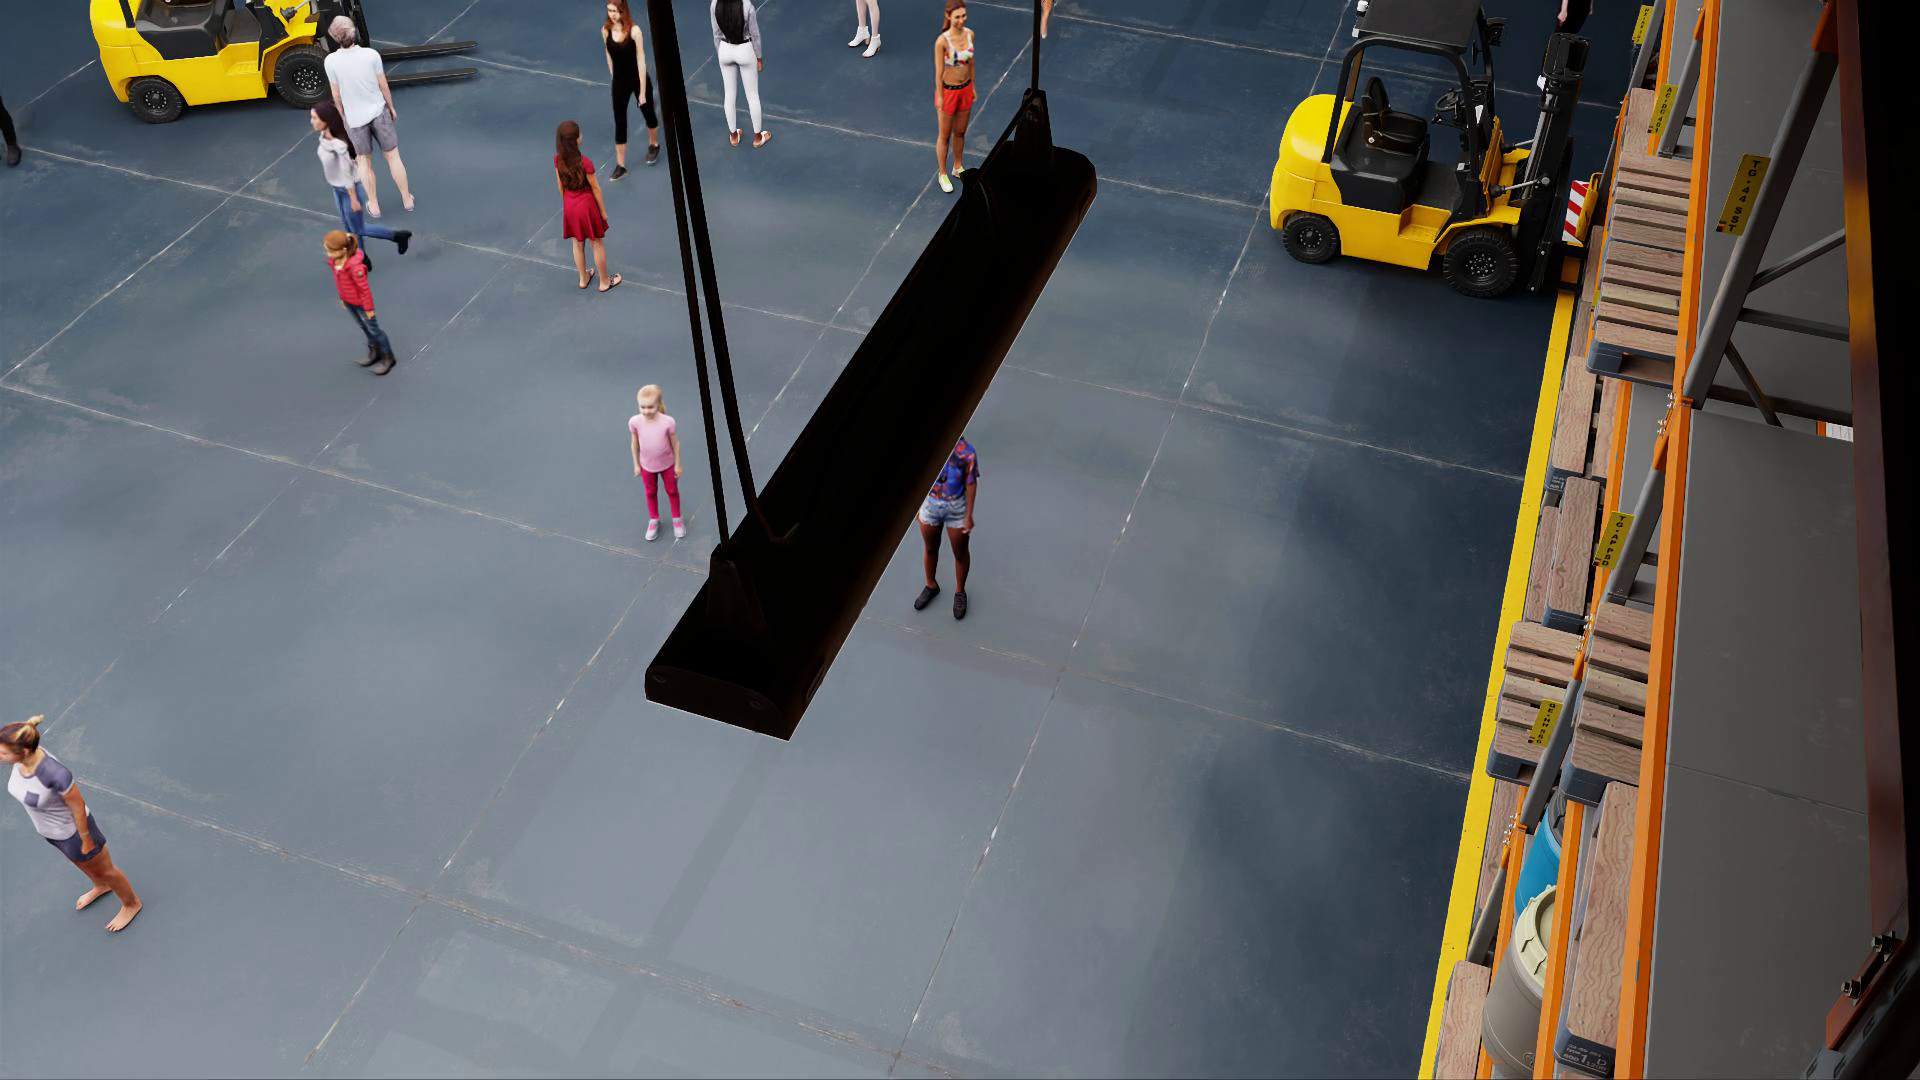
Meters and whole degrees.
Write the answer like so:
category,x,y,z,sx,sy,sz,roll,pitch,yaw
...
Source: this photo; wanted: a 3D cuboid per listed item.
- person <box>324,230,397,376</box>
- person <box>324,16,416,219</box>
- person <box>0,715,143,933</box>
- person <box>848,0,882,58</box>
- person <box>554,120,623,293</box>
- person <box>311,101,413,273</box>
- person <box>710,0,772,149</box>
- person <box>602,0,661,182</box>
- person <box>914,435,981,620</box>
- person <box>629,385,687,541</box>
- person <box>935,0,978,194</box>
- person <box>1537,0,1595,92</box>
category,x,y,z,sx,sy,sz,roll,pitch,yaw
person,-4.697,-1.883,13.015,0.557,1.309,0.567,27,50,26
person,-5.183,-3.689,14.535,0.714,1.828,0.755,-14,45,-15
person,-4.934,1.554,9.180,0.638,1.624,0.613,25,49,24
person,-0.984,-5.777,16.728,0.705,1.826,0.677,-25,49,-24
person,-3.128,-2.763,13.762,0.540,1.554,0.603,12,45,12
person,-5.040,-2.942,13.907,0.968,1.613,0.881,-22,48,-22
person,-2.058,-4.471,15.431,0.624,1.724,0.570,8,44,8
person,-2.948,-4.195,15.163,0.657,1.695,1.038,8,44,8
person,-0.093,-0.205,10.941,0.588,1.742,0.513,12,45,13
person,-2.121,-0.557,11.653,0.567,1.270,0.606,-3,44,-3
person,-0.047,-3.997,14.886,0.646,1.791,0.724,-24,49,-23
person,5.994,-5.224,16.210,0.639,1.742,0.719,-22,48,-21
